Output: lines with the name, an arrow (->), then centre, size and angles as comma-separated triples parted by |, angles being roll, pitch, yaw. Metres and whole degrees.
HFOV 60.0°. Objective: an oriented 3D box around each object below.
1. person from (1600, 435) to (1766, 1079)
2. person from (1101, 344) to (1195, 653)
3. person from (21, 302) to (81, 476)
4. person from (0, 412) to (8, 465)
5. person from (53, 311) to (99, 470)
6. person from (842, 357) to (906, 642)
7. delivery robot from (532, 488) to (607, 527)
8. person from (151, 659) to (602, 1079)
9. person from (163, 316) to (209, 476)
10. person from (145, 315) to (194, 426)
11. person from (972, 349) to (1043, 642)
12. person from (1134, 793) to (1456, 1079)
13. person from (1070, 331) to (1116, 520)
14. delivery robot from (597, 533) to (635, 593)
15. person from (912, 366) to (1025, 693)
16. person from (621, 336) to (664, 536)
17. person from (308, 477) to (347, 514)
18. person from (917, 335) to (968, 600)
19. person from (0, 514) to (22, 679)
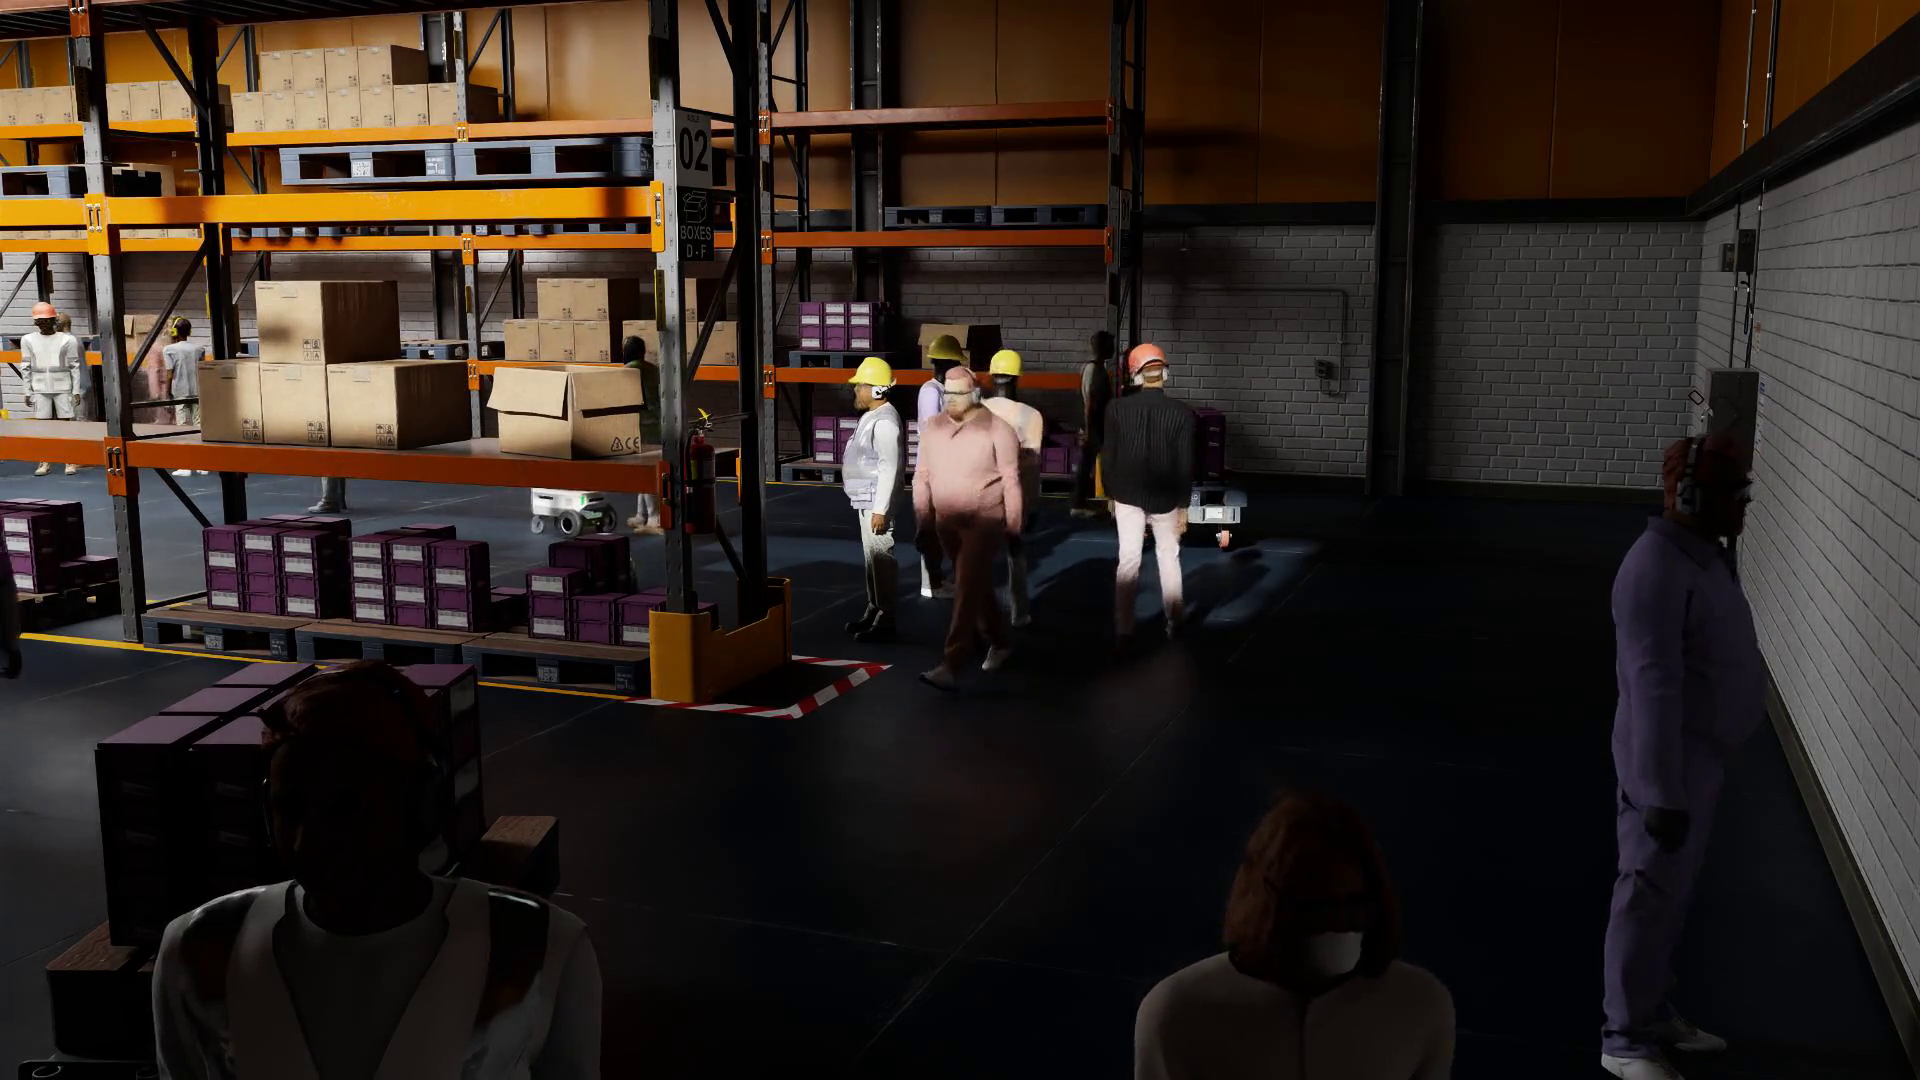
person -> 2.113, 0.644, 4.851 | 0.402, 1.903, 0.683 | 6, 11, 33
person -> 1.176, -0.263, 10.501 | 0.623, 1.939, 0.941 | 2, 9, 13
person -> -10.675, -1.768, 19.553 | 0.610, 2.043, 0.397 | -3, 9, -16
person -> -8.726, -0.787, 14.675 | 0.554, 1.623, 0.393 | -8, 12, -42
person -> -10.780, -1.807, 20.211 | 0.411, 1.924, 0.640 | -2, 9, -13
person -> -0.559, -0.263, 10.748 | 0.404, 1.837, 0.590 | -2, 9, -13
delivery robot -> -3.549, -0.364, 15.102 | 0.707, 0.478, 0.477 | 6, 11, 34
person -> -0.742, 1.082, 2.156 | 0.583, 1.882, 0.350 | -1, 9, -4
person -> -9.103, -1.685, 19.558 | 0.328, 1.876, 0.514 | 7, 11, 38
person -> -9.875, -1.862, 20.698 | 0.813, 1.879, 0.652 | 3, 10, 19
person -> 0.248, -0.295, 10.801 | 0.585, 1.889, 0.928 | 2, 9, 14
person -> 0.495, 1.170, 2.453 | 0.503, 1.619, 0.491 | 0, 9, -2
person -> 1.446, -1.091, 16.007 | 0.837, 1.814, 0.548 | 1, 9, 9
delivery robot -> -2.482, 0.194, 11.599 | 0.477, 0.478, 0.707 | -3, 10, -19
person -> 0.028, -0.081, 9.629 | 0.616, 1.844, 1.083 | 7, 11, 36
person -> -2.909, -0.946, 15.184 | 0.650, 1.806, 0.639 | 5, 10, 27
person -> -6.333, -1.233, 16.491 | 0.406, 1.945, 0.614 | -1, 9, -4
person -> -0.122, -0.535, 12.171 | 0.375, 1.925, 0.595 | 1, 9, 9
person -> -4.049, 0.408, 6.590 | 0.430, 1.817, 0.622 | 7, 11, 37
